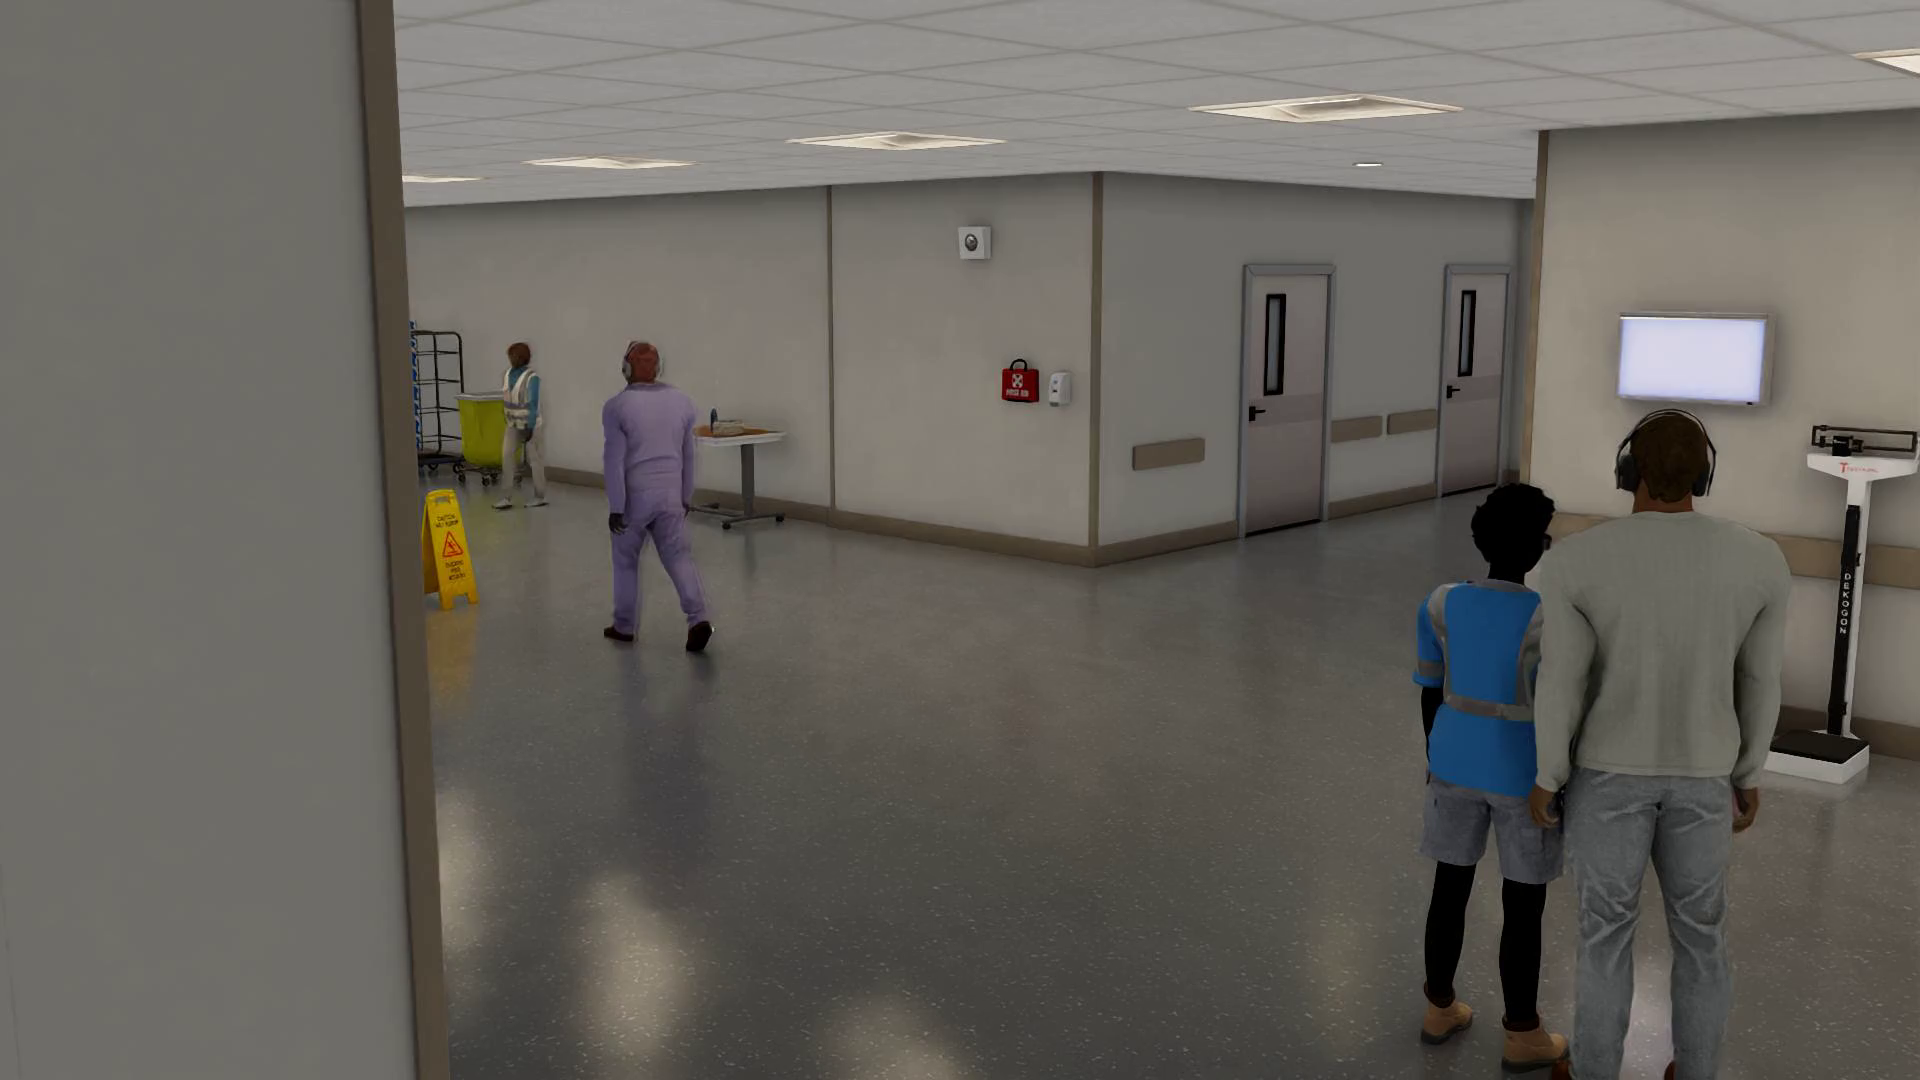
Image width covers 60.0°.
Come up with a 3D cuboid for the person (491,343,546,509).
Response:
[{"bbox_3d":[-4.205,-1.079,15.857,0.536,1.597,0.692,5,11,30],"label":"person"}]

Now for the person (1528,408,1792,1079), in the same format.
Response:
[{"bbox_3d":[1.831,0.620,4.424,0.627,1.940,0.375,1,9,7],"label":"person"}]

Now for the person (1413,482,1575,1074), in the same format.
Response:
[{"bbox_3d":[1.555,0.680,4.799,0.318,1.697,0.535,-9,13,-43],"label":"person"}]

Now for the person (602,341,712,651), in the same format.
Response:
[{"bbox_3d":[-1.845,-0.263,10.049,0.648,1.878,0.936,-8,12,-41],"label":"person"}]
